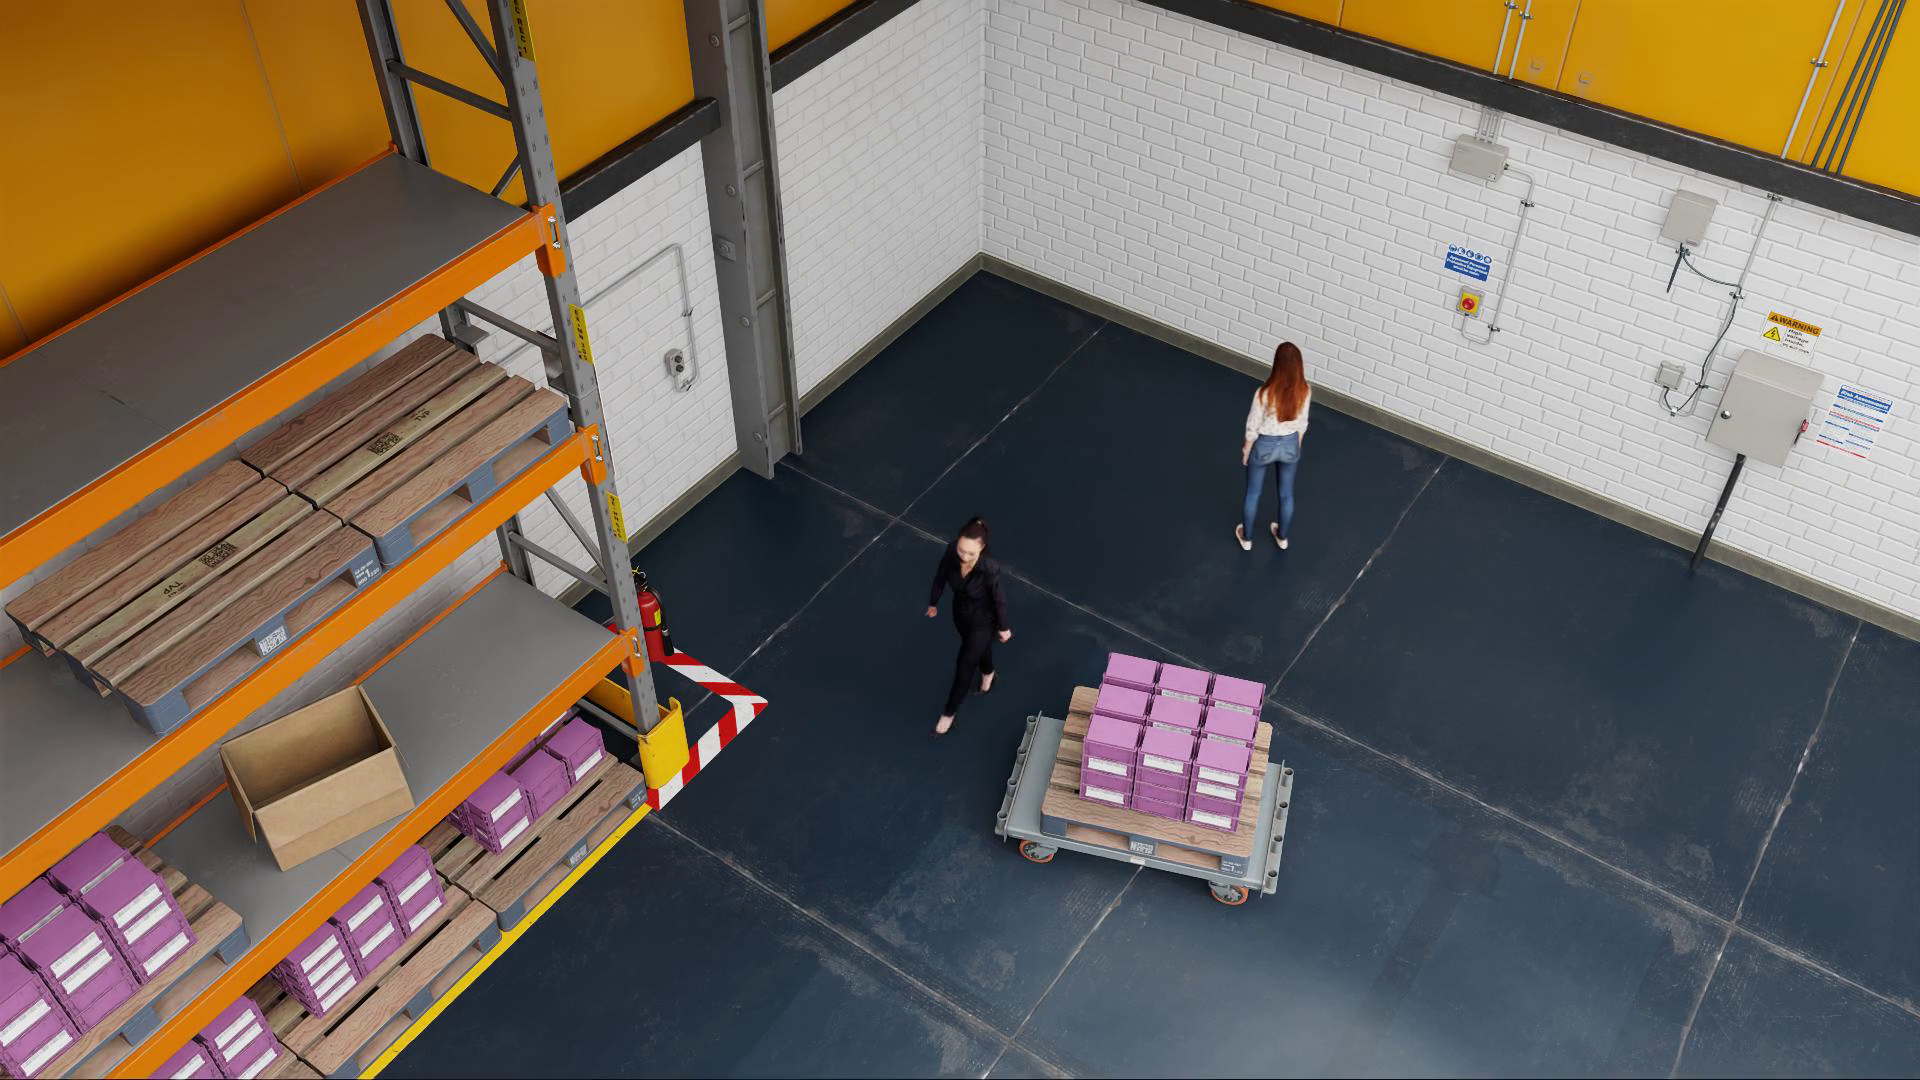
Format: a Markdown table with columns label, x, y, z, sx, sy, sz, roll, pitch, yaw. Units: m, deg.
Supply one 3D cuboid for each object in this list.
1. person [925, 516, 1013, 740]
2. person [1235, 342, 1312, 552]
| label | x | y | z | sx | sy | sz | roll | pitch | yaw |
| --- | --- | --- | --- | --- | --- | --- | --- | --- | --- |
| person | 0.141 | 0.461 | 10.219 | 0.934 | 1.671 | 0.758 | -34 | 53 | -31 |
| person | 2.146 | -0.620 | 11.314 | 0.643 | 1.726 | 0.683 | -3 | 44 | -3 |
